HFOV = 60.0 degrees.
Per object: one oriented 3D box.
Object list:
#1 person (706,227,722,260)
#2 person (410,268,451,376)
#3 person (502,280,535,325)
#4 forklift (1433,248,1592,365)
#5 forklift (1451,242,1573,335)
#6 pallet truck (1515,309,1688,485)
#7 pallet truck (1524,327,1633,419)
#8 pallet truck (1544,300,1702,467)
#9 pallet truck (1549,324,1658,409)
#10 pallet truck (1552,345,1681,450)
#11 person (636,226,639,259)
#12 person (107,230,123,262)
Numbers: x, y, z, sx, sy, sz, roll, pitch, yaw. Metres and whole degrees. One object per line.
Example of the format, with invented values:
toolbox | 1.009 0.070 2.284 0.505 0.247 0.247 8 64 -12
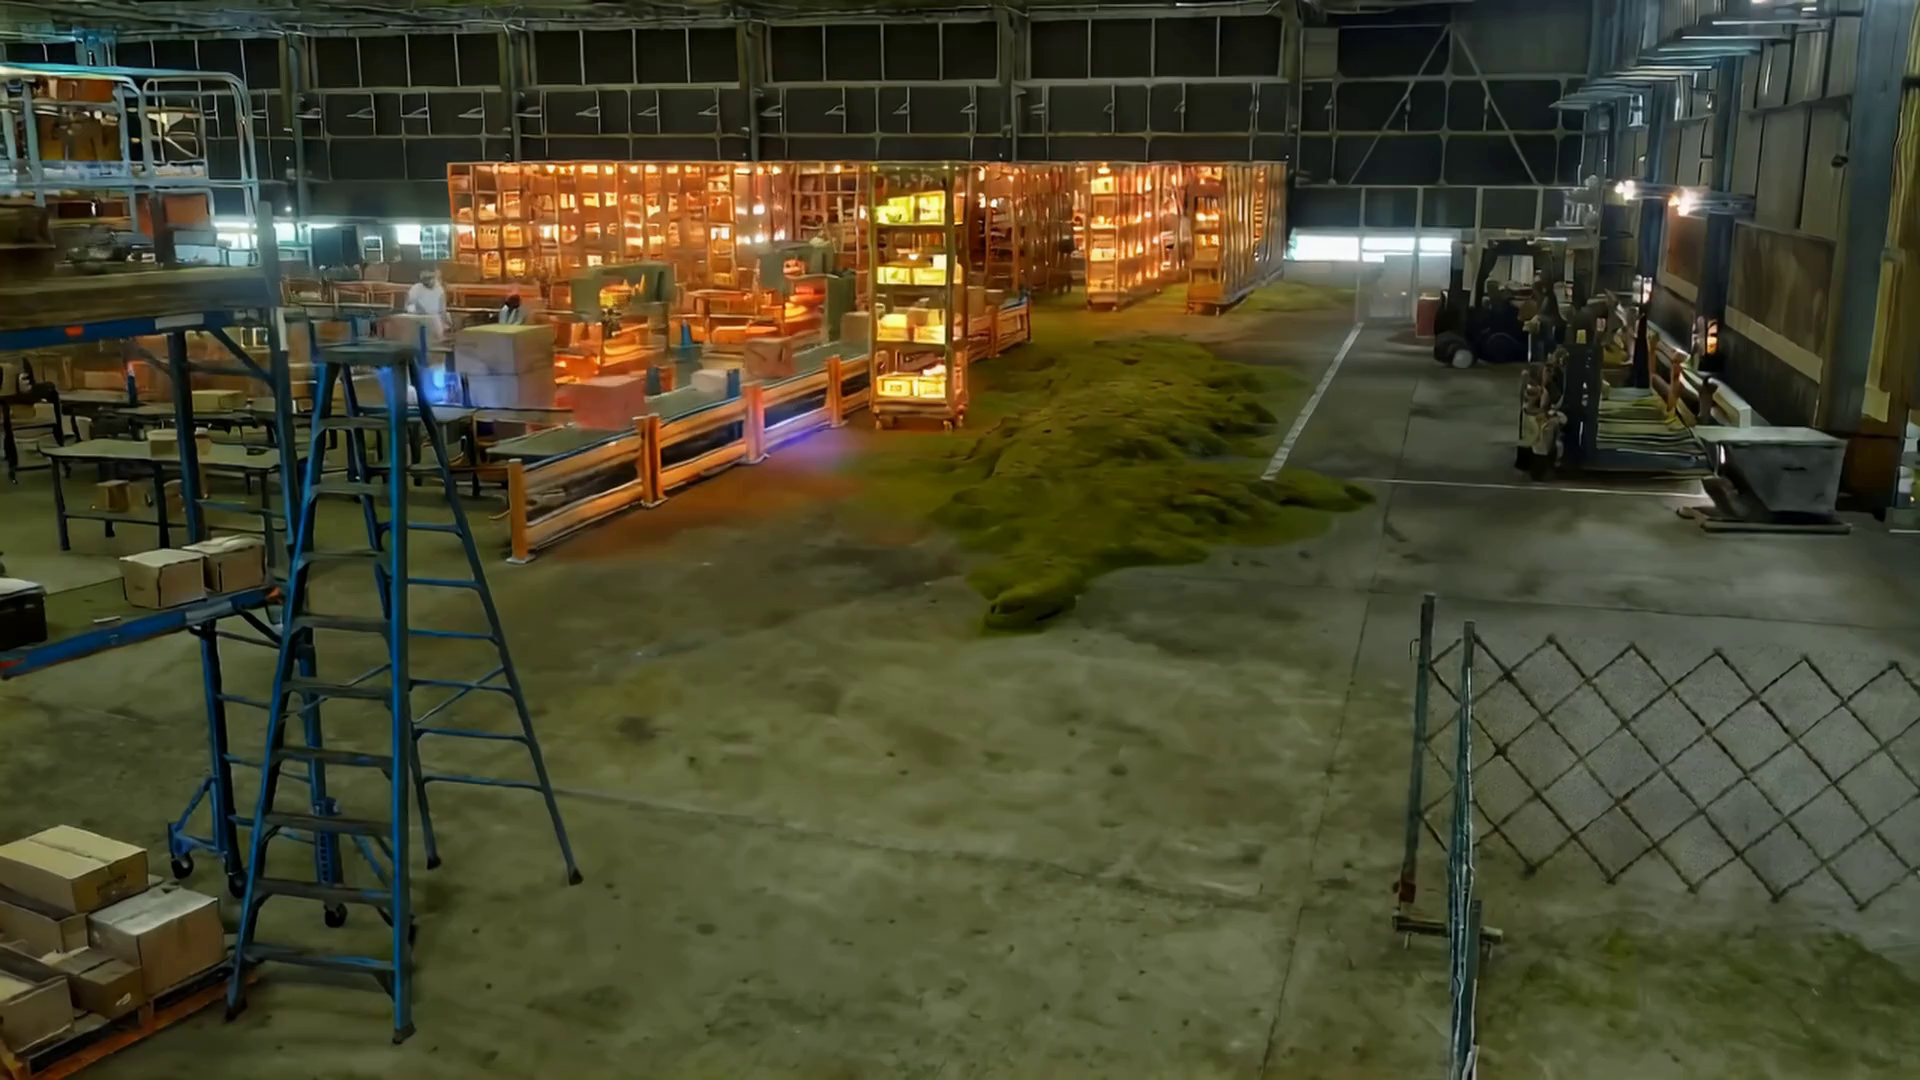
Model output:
person | -7.365 -8.747 49.989 0.622 1.992 0.397 0 13 1
person | -9.265 -3.824 29.013 0.664 1.870 0.835 -10 17 -37
person | -6.267 -2.643 23.517 0.608 2.044 0.371 8 15 32
forklift | 9.780 -4.111 29.280 2.680 1.987 1.157 3 13 14
forklift | 10.464 -4.597 31.405 2.680 1.987 1.157 4 14 16
pallet truck | 7.554 -1.677 19.446 1.885 1.965 0.823 3 13 14
pallet truck | 9.065 -2.460 24.370 1.522 1.261 0.704 3 13 14
pallet truck | 8.263 -1.952 20.631 1.885 1.965 0.823 5 14 20
pallet truck | 9.824 -2.669 25.407 1.601 1.201 0.680 4 14 16
pallet truck | 8.641 -1.896 21.908 1.630 1.274 0.653 4 14 16
person | -9.947 -9.223 52.486 0.850 1.803 0.586 4 14 18
person | -23.200 -7.586 45.499 0.565 1.757 0.523 6 15 26
